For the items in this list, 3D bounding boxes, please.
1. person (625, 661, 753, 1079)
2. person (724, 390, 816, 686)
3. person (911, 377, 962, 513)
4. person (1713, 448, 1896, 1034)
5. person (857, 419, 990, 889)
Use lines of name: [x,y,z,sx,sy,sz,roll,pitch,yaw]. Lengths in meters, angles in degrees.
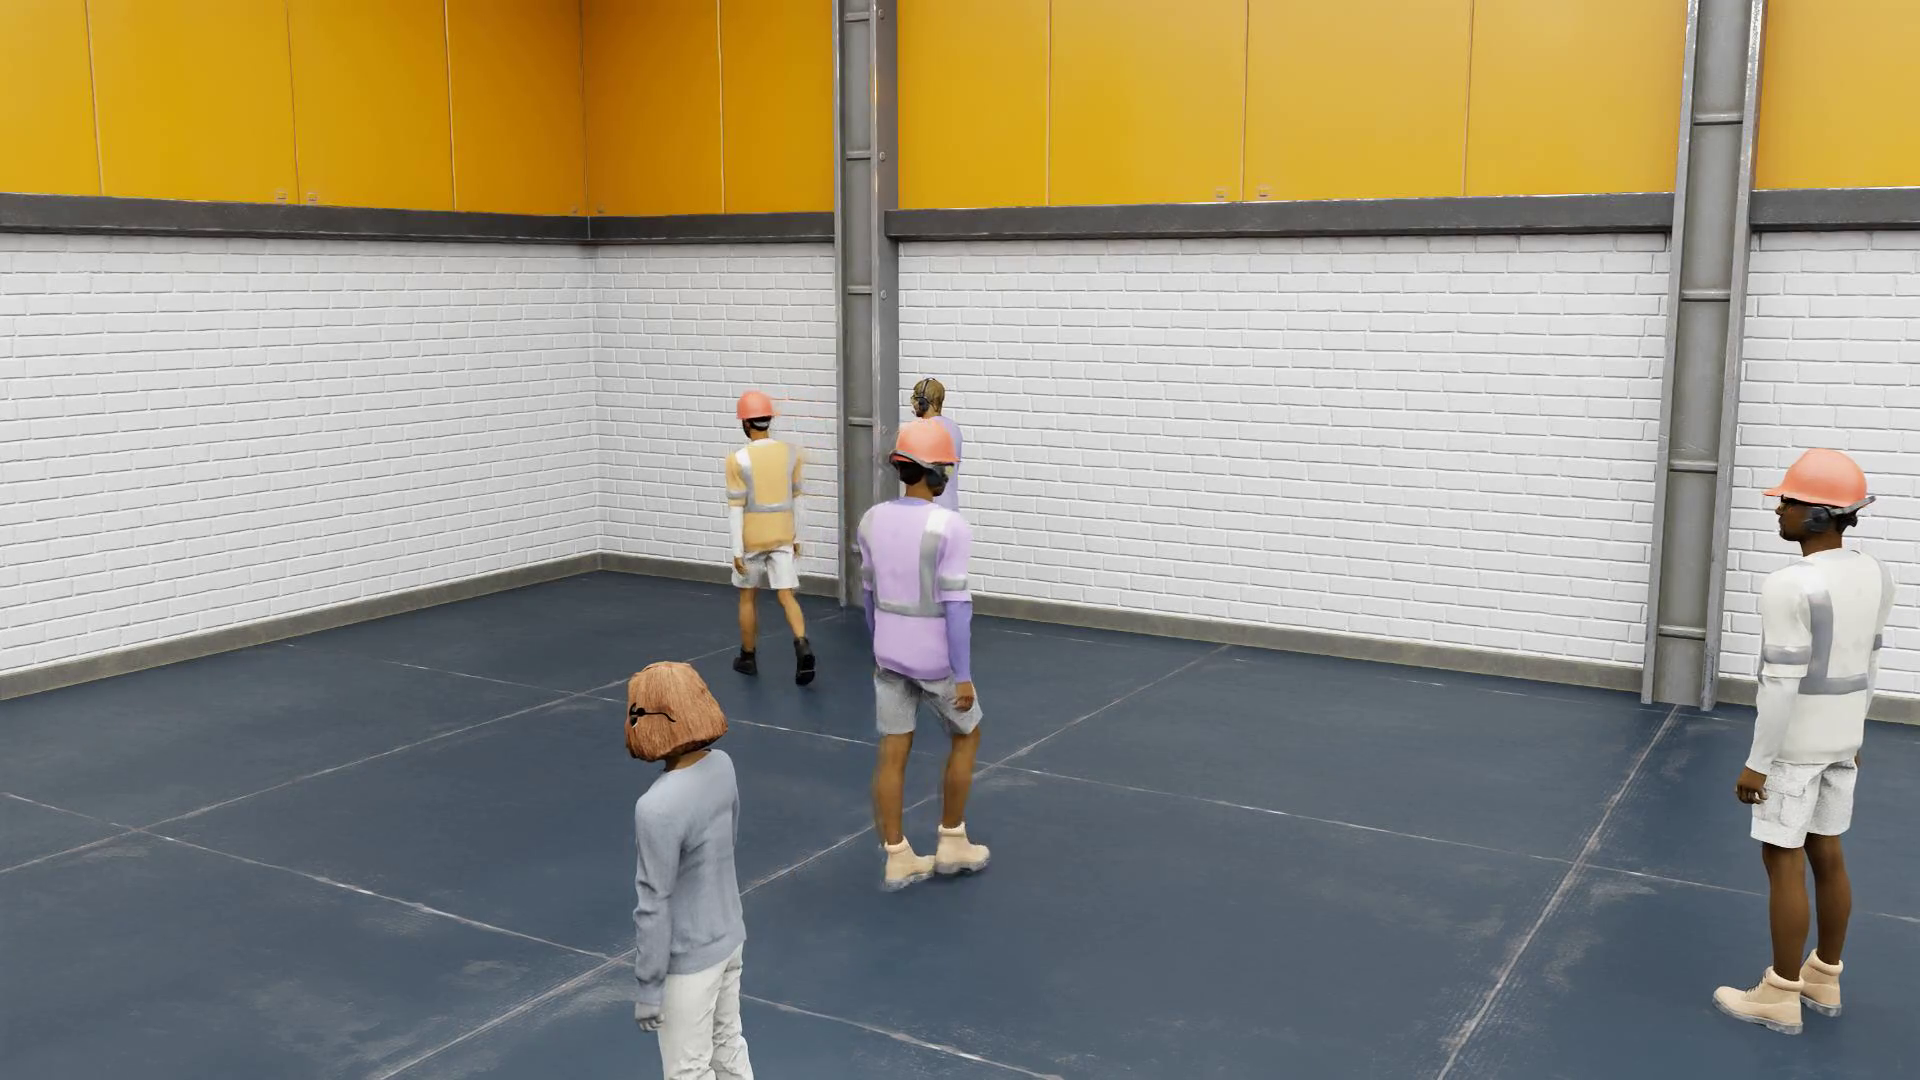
person: [-0.733,1.127,4.488,0.289,1.626,0.498,2,9,14]
person: [-1.229,-0.011,10.724,0.554,1.910,0.859,-5,10,-27]
person: [-0.202,-0.148,11.476,0.373,1.939,0.643,4,10,23]
person: [2.954,0.699,5.832,0.614,2.047,0.357,-5,11,-31]
person: [-0.109,0.485,7.232,0.636,2.024,0.686,7,12,38]
